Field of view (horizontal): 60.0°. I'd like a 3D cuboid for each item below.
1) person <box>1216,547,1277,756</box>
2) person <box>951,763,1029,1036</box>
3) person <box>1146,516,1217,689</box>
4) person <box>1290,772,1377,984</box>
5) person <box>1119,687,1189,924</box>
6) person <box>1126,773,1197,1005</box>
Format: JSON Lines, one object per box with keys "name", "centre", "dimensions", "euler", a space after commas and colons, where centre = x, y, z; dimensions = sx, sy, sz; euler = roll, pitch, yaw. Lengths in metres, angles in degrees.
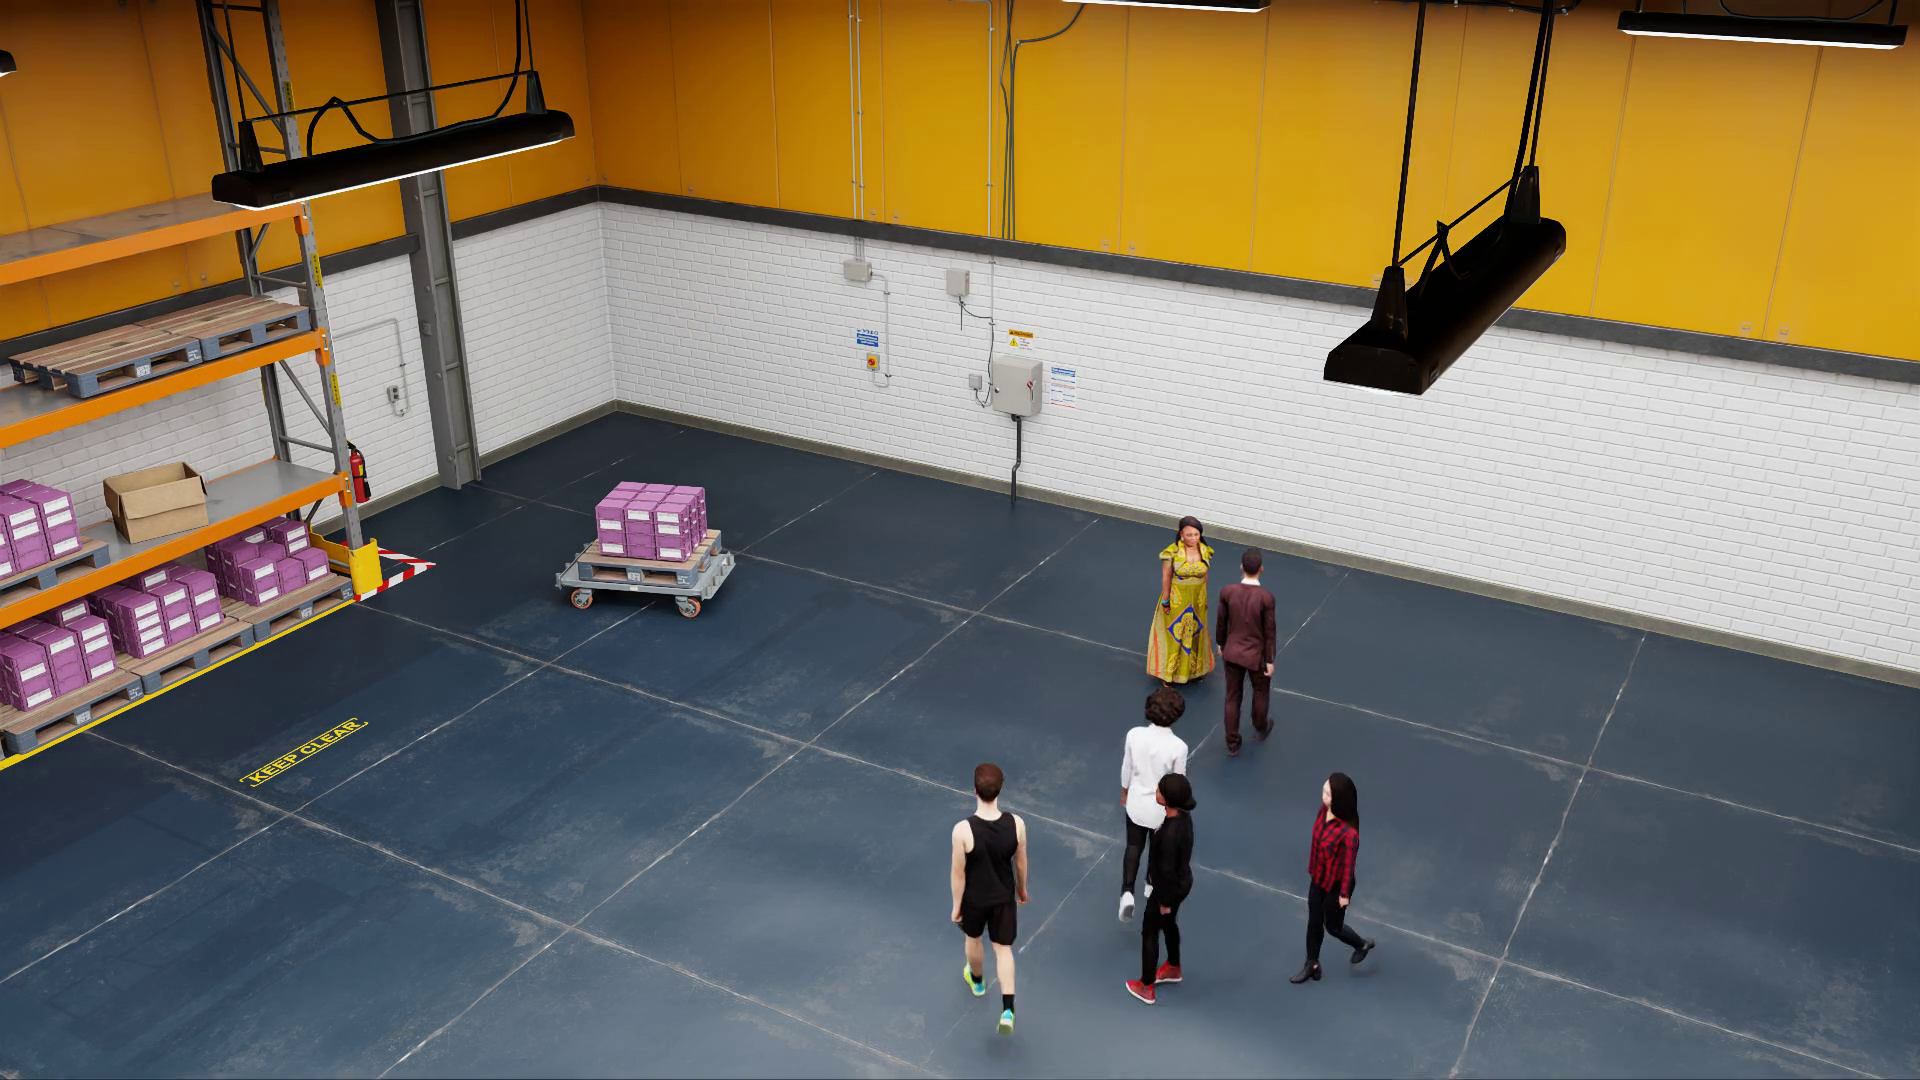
{"name": "person", "centre": [2.385, 0.984, 13.979], "dimensions": [0.733, 1.851, 0.863], "euler": [12, 26, 26]}
{"name": "person", "centre": [0.201, 2.356, 10.824], "dimensions": [1.148, 1.864, 1.227], "euler": [-5, 24, -12]}
{"name": "person", "centre": [2.054, 0.545, 15.221], "dimensions": [0.976, 1.661, 1.060], "euler": [-9, 25, -19]}
{"name": "person", "centre": [2.593, 2.289, 11.252], "dimensions": [0.957, 1.644, 0.888], "euler": [-6, 24, -14]}
{"name": "person", "centre": [1.353, 1.916, 11.930], "dimensions": [0.772, 1.784, 1.090], "euler": [8, 25, 17]}
{"name": "person", "centre": [1.464, 2.314, 11.174], "dimensions": [0.733, 1.661, 0.574], "euler": [6, 24, 13]}
